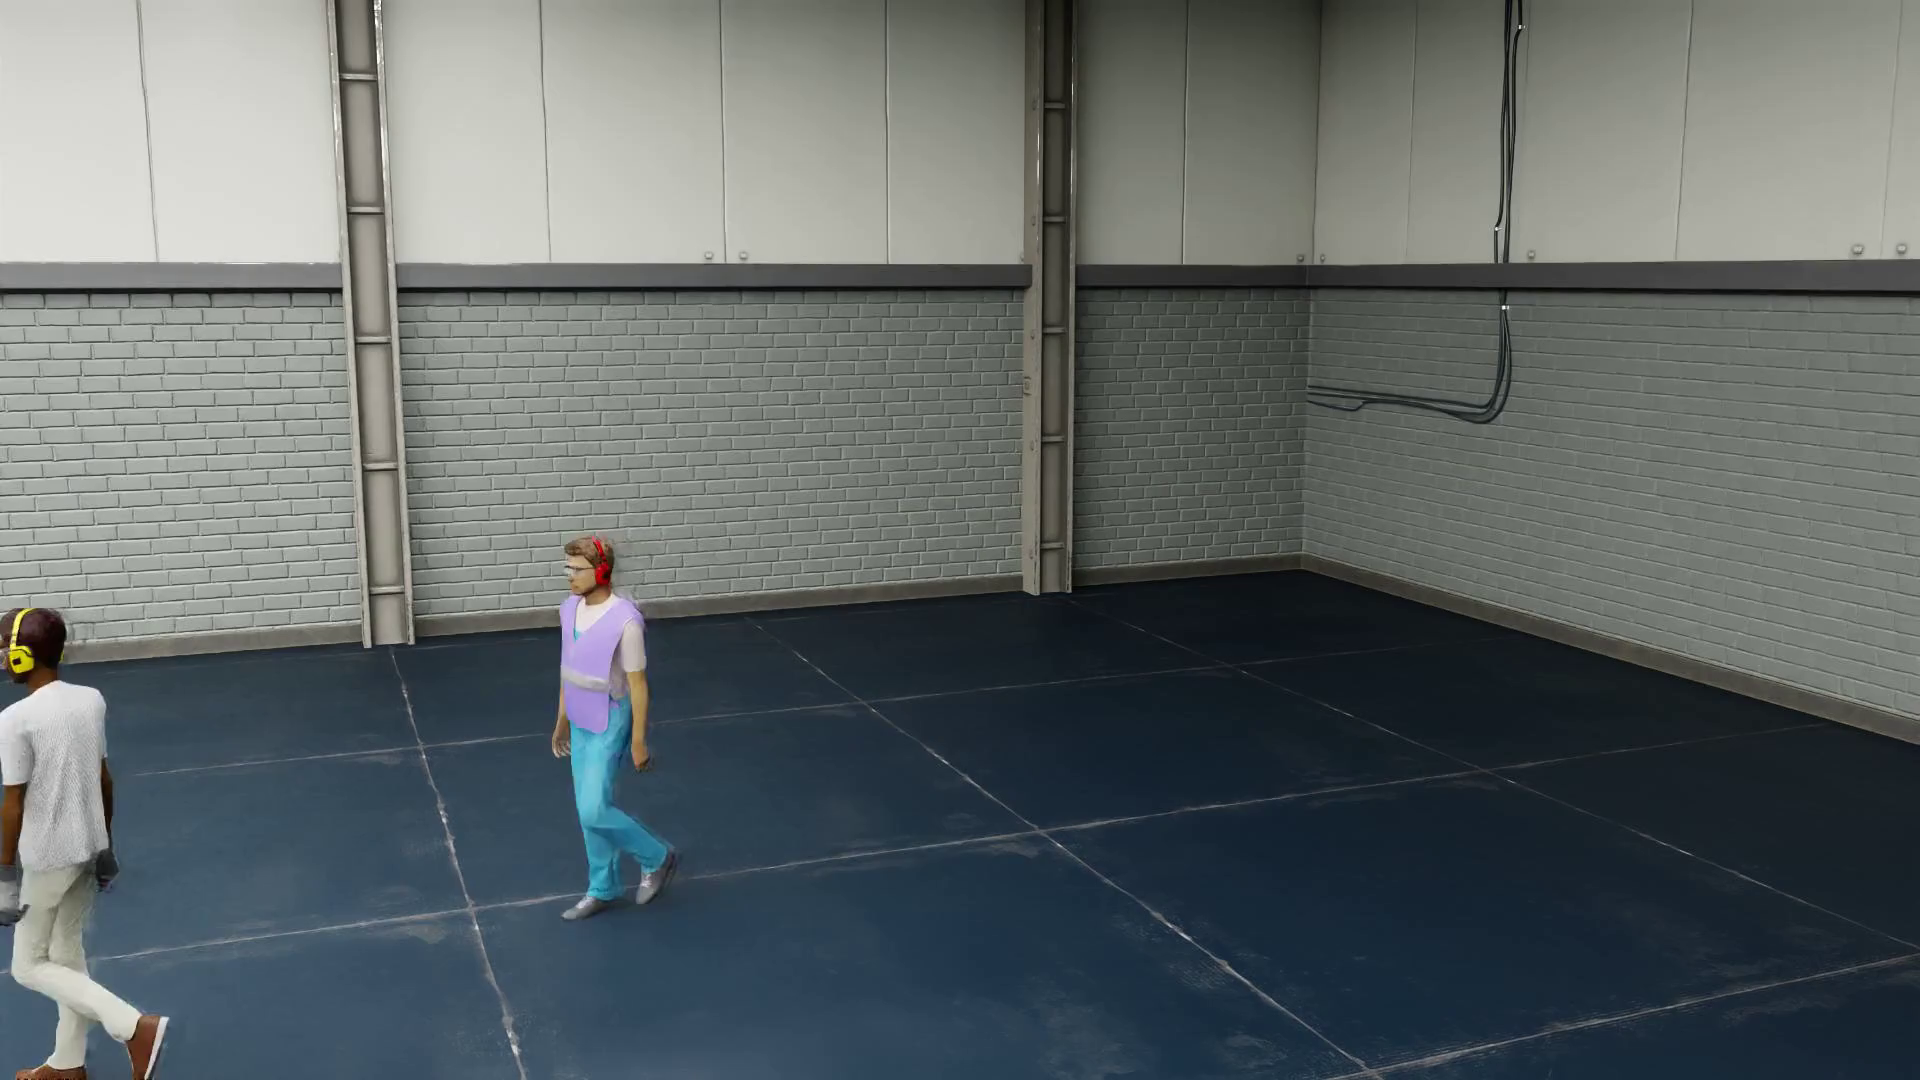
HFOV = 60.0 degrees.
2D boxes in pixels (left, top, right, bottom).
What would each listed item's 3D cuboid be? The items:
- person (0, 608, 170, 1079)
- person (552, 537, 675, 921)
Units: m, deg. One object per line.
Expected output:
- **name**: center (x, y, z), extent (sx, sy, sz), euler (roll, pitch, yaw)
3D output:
- **person**: center (-3.221, 1.160, 6.042), extent (0.637, 1.846, 0.551), euler (1, 9, 8)
- **person**: center (-1.681, 0.884, 7.827), extent (0.462, 1.827, 0.572), euler (-8, 12, -40)
